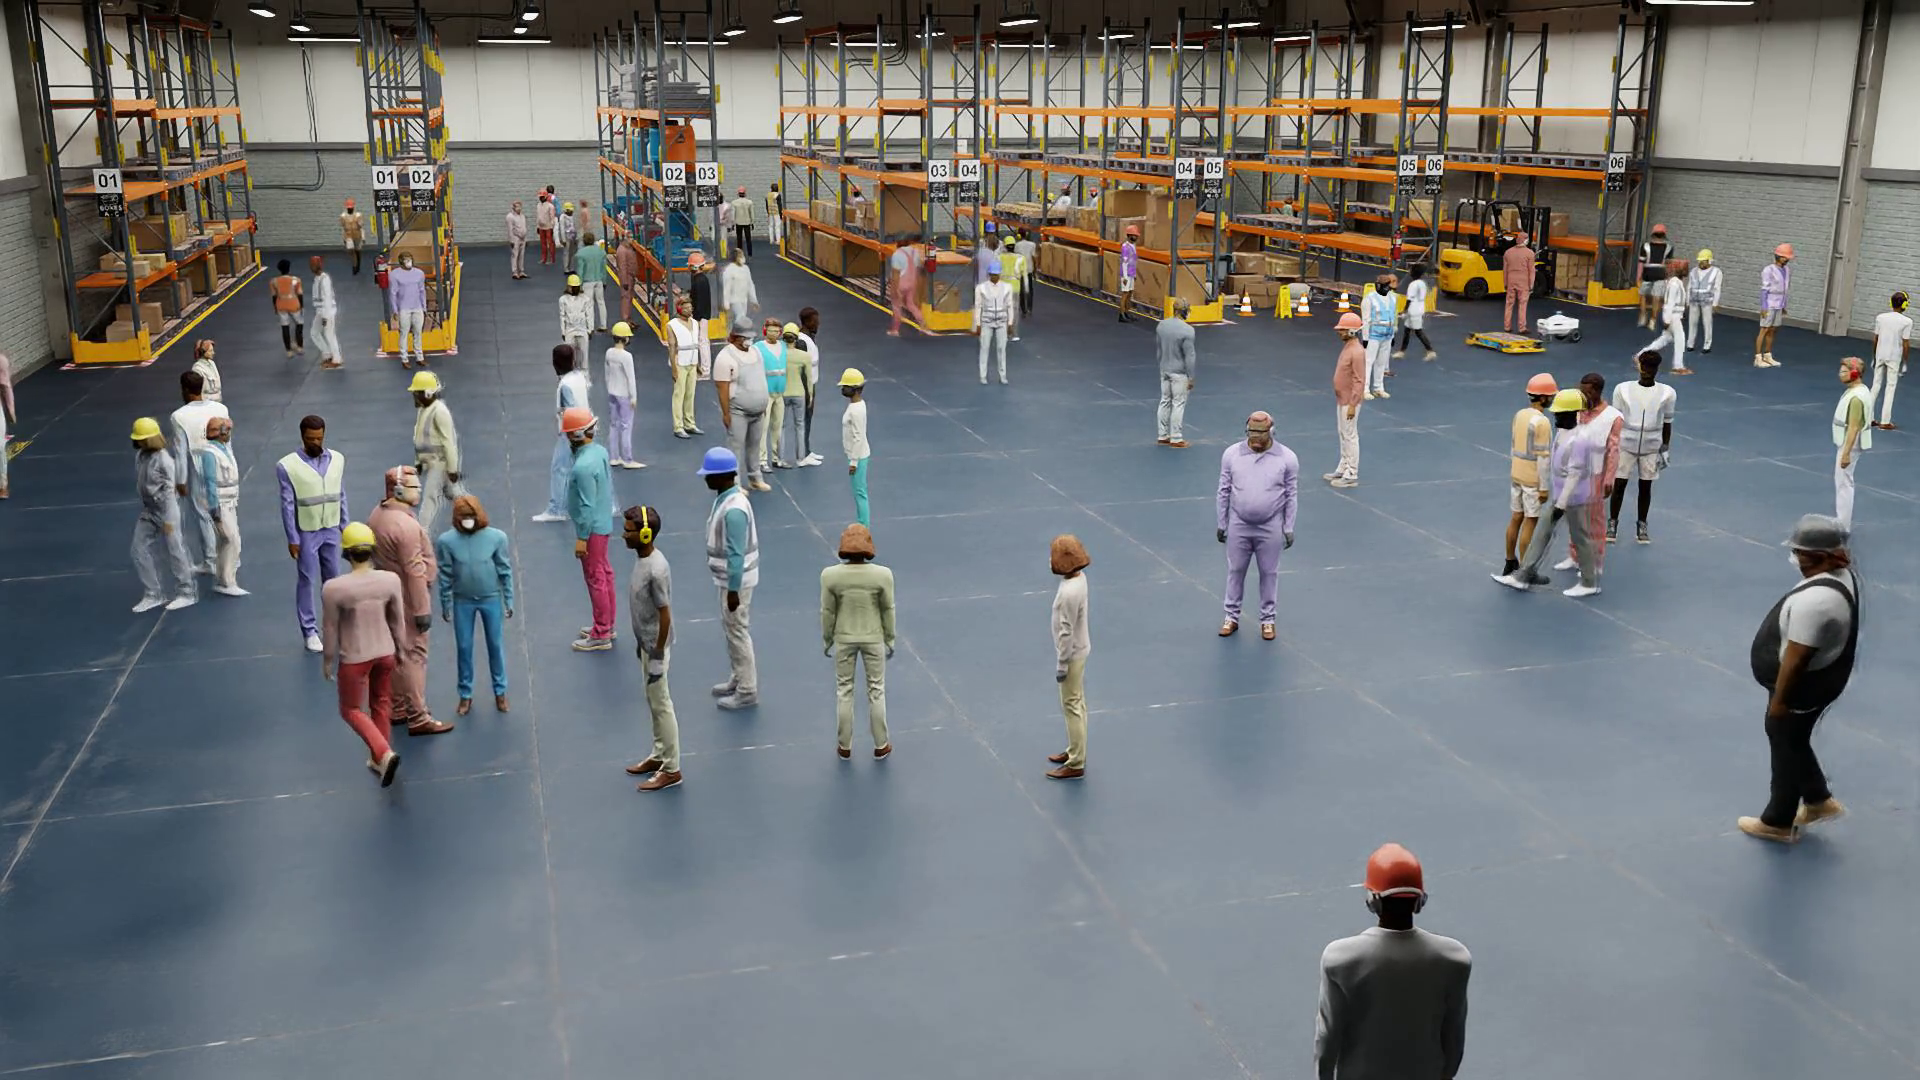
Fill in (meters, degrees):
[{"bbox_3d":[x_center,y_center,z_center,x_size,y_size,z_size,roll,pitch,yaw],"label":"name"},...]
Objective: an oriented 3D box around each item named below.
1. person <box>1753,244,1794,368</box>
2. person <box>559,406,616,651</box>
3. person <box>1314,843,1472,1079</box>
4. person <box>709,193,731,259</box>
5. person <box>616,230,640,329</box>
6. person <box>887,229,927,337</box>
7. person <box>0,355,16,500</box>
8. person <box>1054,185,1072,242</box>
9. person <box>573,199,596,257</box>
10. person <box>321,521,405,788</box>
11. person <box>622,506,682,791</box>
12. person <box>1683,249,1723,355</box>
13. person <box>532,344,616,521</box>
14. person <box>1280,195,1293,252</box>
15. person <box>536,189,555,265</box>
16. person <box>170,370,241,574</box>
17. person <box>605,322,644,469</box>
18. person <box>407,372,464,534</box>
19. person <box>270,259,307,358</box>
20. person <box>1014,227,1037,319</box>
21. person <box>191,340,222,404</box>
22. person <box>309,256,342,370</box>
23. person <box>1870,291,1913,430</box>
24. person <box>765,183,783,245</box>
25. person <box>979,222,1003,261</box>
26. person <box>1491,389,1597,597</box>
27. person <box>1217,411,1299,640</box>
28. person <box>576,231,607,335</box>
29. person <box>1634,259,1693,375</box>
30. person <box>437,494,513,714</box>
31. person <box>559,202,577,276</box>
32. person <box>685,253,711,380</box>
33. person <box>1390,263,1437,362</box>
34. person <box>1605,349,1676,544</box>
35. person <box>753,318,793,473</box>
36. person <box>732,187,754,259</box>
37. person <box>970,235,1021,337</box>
[{"bbox_3d":[13.488,-3.866,27.497,0.628,2.037,0.403,-9,17,-29],"label":"person"},{"bbox_3d":[-2.990,-0.097,13.407,0.393,1.985,0.611,0,15,1],"label":"person"},{"bbox_3d":[1.576,1.951,6.157,0.559,1.746,0.332,-1,15,-2],"label":"person"},{"bbox_3d":[-6.656,-8.672,45.997,0.651,1.818,0.622,2,15,8],"label":"person"},{"bbox_3d":[-6.400,-5.029,32.133,0.399,1.902,0.644,0,15,-1],"label":"person"},{"bbox_3d":[-1.016,-4.779,30.921,0.745,2.000,0.694,14,20,42],"label":"person"},{"bbox_3d":[-10.815,-1.375,18.362,0.655,1.905,0.840,-6,16,-23],"label":"person"},{"bbox_3d":[3.116,-9.511,49.054,0.987,1.864,0.668,-5,16,-20],"label":"person"},{"bbox_3d":[-10.542,-8.787,46.816,0.714,1.611,0.530,1,15,2],"label":"person"},{"bbox_3d":[-3.796,0.746,10.688,0.598,1.749,0.540,14,20,42],"label":"person"},{"bbox_3d":[-1.993,0.686,10.679,0.327,1.874,0.518,-6,16,-21],"label":"person"},{"bbox_3d":[12.903,-4.137,28.920,0.403,1.824,0.597,-13,19,-39],"label":"person"},{"bbox_3d":[-4.077,-1.128,17.470,0.847,1.887,0.595,1,15,3],"label":"person"},{"bbox_3d":[9.482,-9.155,48.166,0.284,1.634,0.498,-4,15,-16],"label":"person"},{"bbox_3d":[-11.101,-8.371,44.523,0.612,1.995,0.376,9,17,30],"label":"person"},{"bbox_3d":[-7.052,-0.632,15.572,0.385,1.911,0.594,7,16,25],"label":"person"},{"bbox_3d":[-4.047,-1.740,20.011,0.326,1.767,0.533,-14,20,-43],"label":"person"},{"bbox_3d":[-5.169,-0.774,16.359,0.943,1.779,0.613,-9,17,-30],"label":"person"},{"bbox_3d":[-11.542,-3.993,28.644,0.543,1.672,0.639,-2,15,-9],"label":"person"},{"bbox_3d":[1.293,-5.422,33.721,0.517,1.842,0.560,0,15,1],"label":"person"},{"bbox_3d":[-8.815,-1.538,19.513,0.314,1.631,0.516,-1,15,-4],"label":"person"},{"bbox_3d":[-10.436,-3.711,27.226,0.507,1.864,0.595,-11,18,-35],"label":"person"},{"bbox_3d":[12.502,-2.410,22.364,0.332,1.862,0.496,-9,18,-32],"label":"person"},{"bbox_3d":[-5.630,-9.947,50.748,0.620,1.845,0.429,12,19,38],"label":"person"},{"bbox_3d":[0.591,-5.394,33.411,0.602,1.949,0.387,-4,15,-15],"label":"person"},{"bbox_3d":[5.286,-0.401,14.740,0.962,1.877,0.605,0,15,0],"label":"person"},{"bbox_3d":[2.420,-0.117,13.640,0.651,1.904,0.403,4,15,16],"label":"person"},{"bbox_3d":[-6.943,-4.853,31.419,0.629,1.932,0.378,-13,20,-41],"label":"person"},{"bbox_3d":[11.455,-3.617,26.901,0.867,1.853,0.573,6,16,22],"label":"person"},{"bbox_3d":[-3.492,0.455,12.022,0.515,1.625,0.285,-3,15,-11],"label":"person"},{"bbox_3d":[-9.830,-7.572,41.834,0.403,1.828,0.597,4,15,13],"label":"person"},{"bbox_3d":[-4.120,-3.531,26.309,0.381,1.994,0.622,-1,15,-3],"label":"person"},{"bbox_3d":[7.754,-3.849,28.145,0.843,1.660,0.529,9,18,32],"label":"person"},{"bbox_3d":[6.772,-0.931,16.594,0.600,1.959,0.380,4,16,16],"label":"person"},{"bbox_3d":[-2.255,-1.734,19.852,0.388,1.837,0.563,14,20,42],"label":"person"},{"bbox_3d":[-6.000,-8.750,45.949,0.621,1.992,0.397,-4,15,-15],"label":"person"},{"bbox_3d":[0.655,-4.737,31.060,1.069,1.877,0.642,-4,15,-14],"label":"person"}]
